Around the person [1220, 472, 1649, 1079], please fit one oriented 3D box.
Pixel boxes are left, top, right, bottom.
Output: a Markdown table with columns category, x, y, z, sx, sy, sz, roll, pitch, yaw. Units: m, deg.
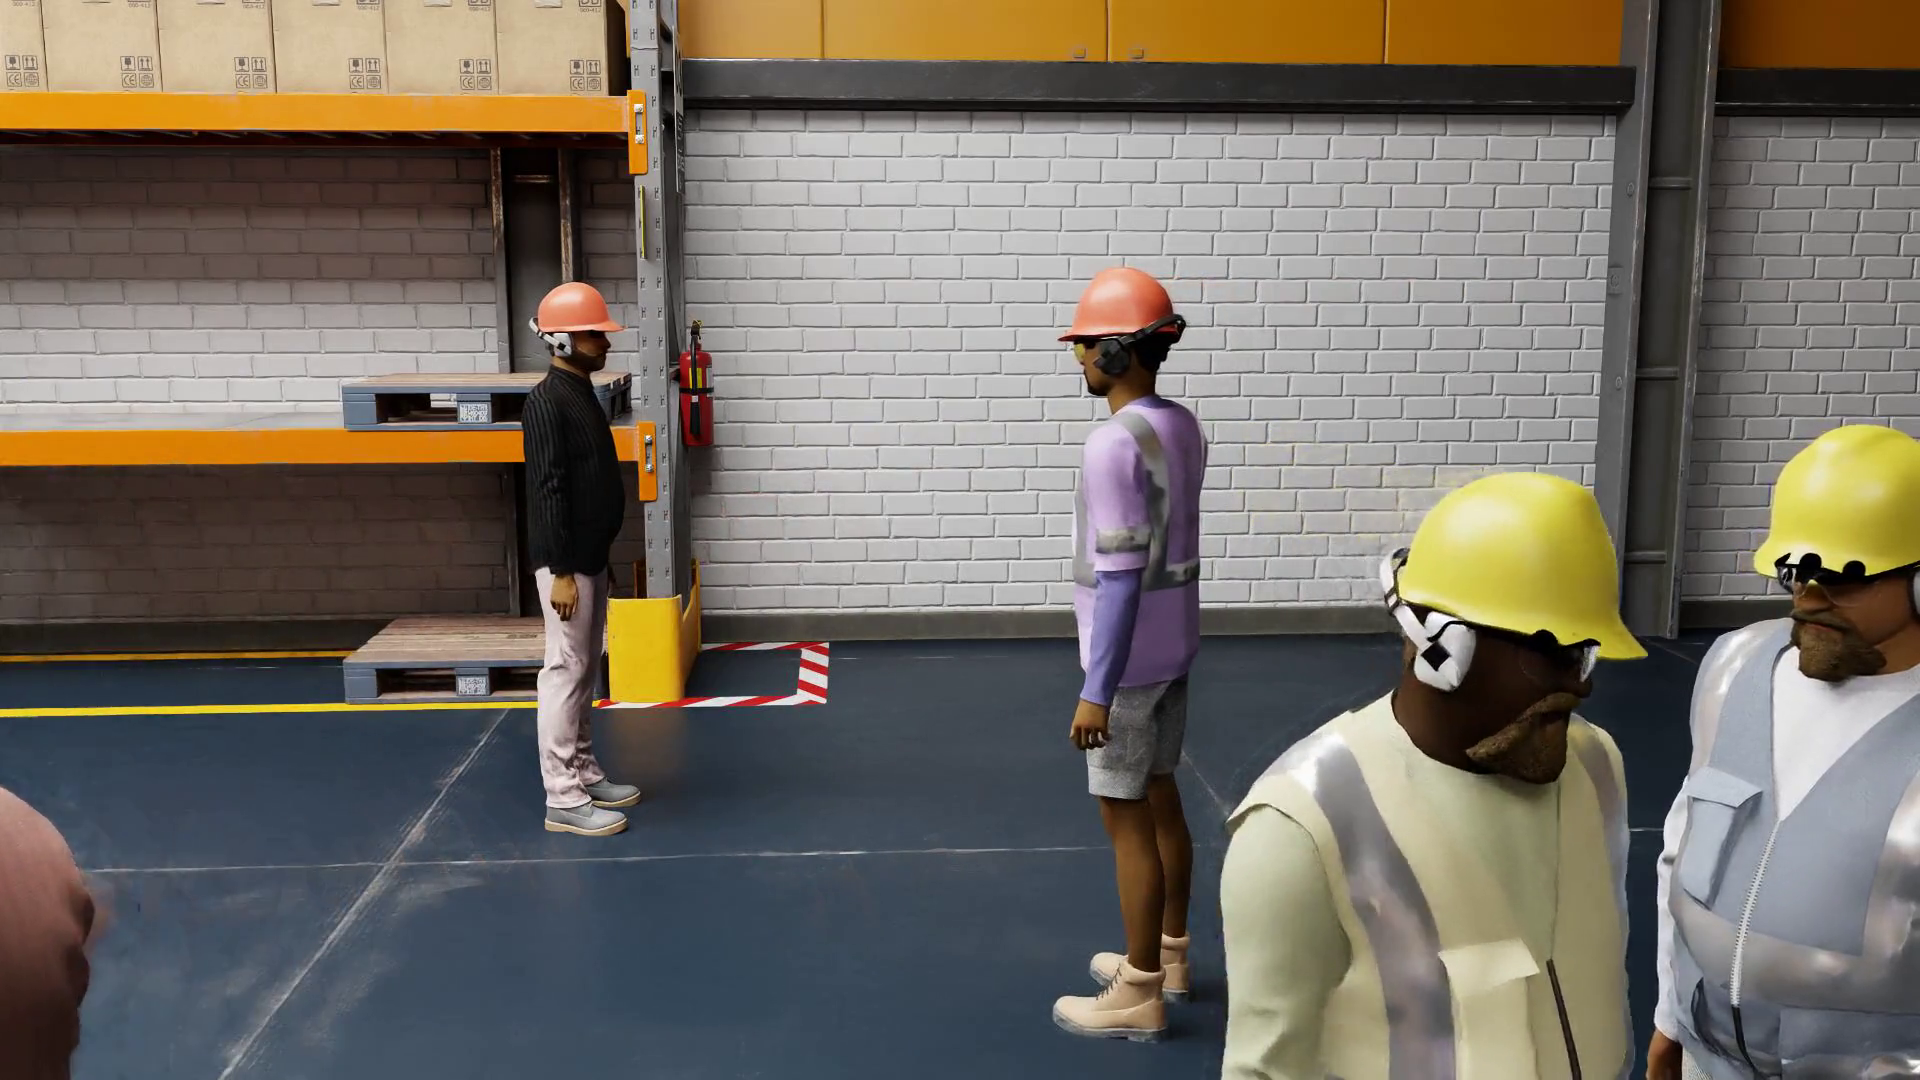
| category | x | y | z | sx | sy | sz | roll | pitch | yaw |
| --- | --- | --- | --- | --- | --- | --- | --- | --- | --- |
| person | 0.554 | 0.795 | 2.098 | 0.602 | 1.805 | 0.645 | -5 | 10 | -28 |

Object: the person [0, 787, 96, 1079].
| category | x | y | z | sx | sy | sz | roll | pitch | yaw |
| --- | --- | --- | --- | --- | --- | --- | --- | --- | --- |
| person | -1.056 | 0.880 | 1.440 | 1.041 | 1.842 | 0.653 | 1 | 9 | 9 |

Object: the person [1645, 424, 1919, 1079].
| category | x | y | z | sx | sy | sz | roll | pitch | yaw |
| --- | --- | --- | --- | --- | --- | --- | --- | --- | --- |
| person | 1.227 | 0.742 | 2.379 | 0.403 | 1.823 | 0.586 | -5 | 10 | -29 |

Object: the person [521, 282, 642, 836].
| category | x | y | z | sx | sy | sz | roll | pitch | yaw |
| --- | --- | --- | --- | --- | --- | --- | --- | --- | --- |
| person | -1.396 | 0.065 | 6.095 | 0.377 | 1.995 | 0.608 | 0 | 9 | 0 |

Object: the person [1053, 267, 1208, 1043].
| category | x | y | z | sx | sy | sz | roll | pitch | yaw |
| --- | --- | --- | --- | --- | --- | --- | --- | --- | --- |
| person | 0.433 | 0.306 | 4.433 | 0.391 | 2.040 | 0.615 | 4 | 10 | 25 |
